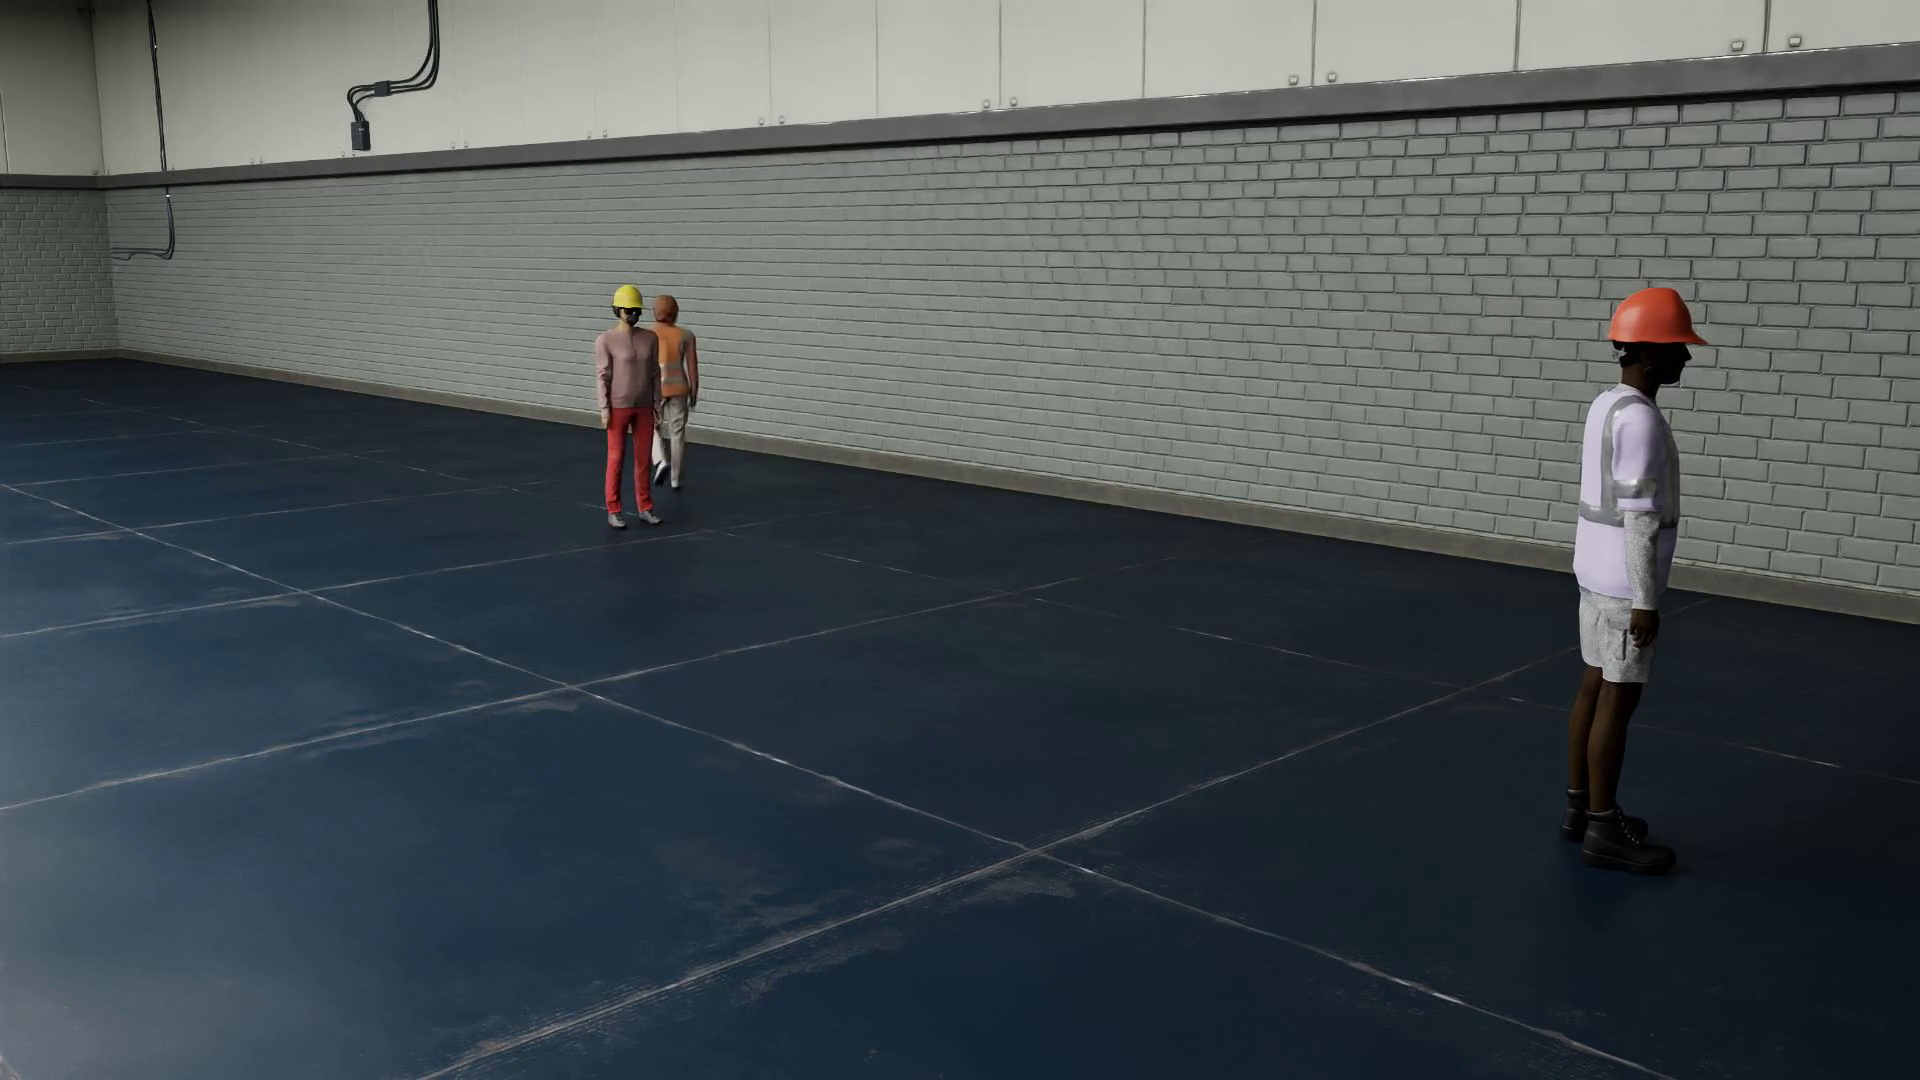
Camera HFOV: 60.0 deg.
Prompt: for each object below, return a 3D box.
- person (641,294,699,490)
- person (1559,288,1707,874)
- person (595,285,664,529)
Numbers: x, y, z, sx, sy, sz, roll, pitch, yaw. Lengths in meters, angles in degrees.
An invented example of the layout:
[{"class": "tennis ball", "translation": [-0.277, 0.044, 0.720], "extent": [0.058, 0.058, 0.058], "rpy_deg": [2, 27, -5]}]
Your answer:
[{"class": "person", "translation": [-2.424, -1.213, 13.774], "extent": [0.539, 1.626, 0.397], "rpy_deg": [-3, 11, -16]}, {"class": "person", "translation": [2.264, 0.127, 5.615], "extent": [0.358, 1.938, 0.542], "rpy_deg": [1, 10, 7]}, {"class": "person", "translation": [-2.387, -0.967, 12.081], "extent": [0.517, 1.757, 0.337], "rpy_deg": [-10, 14, -43]}]
